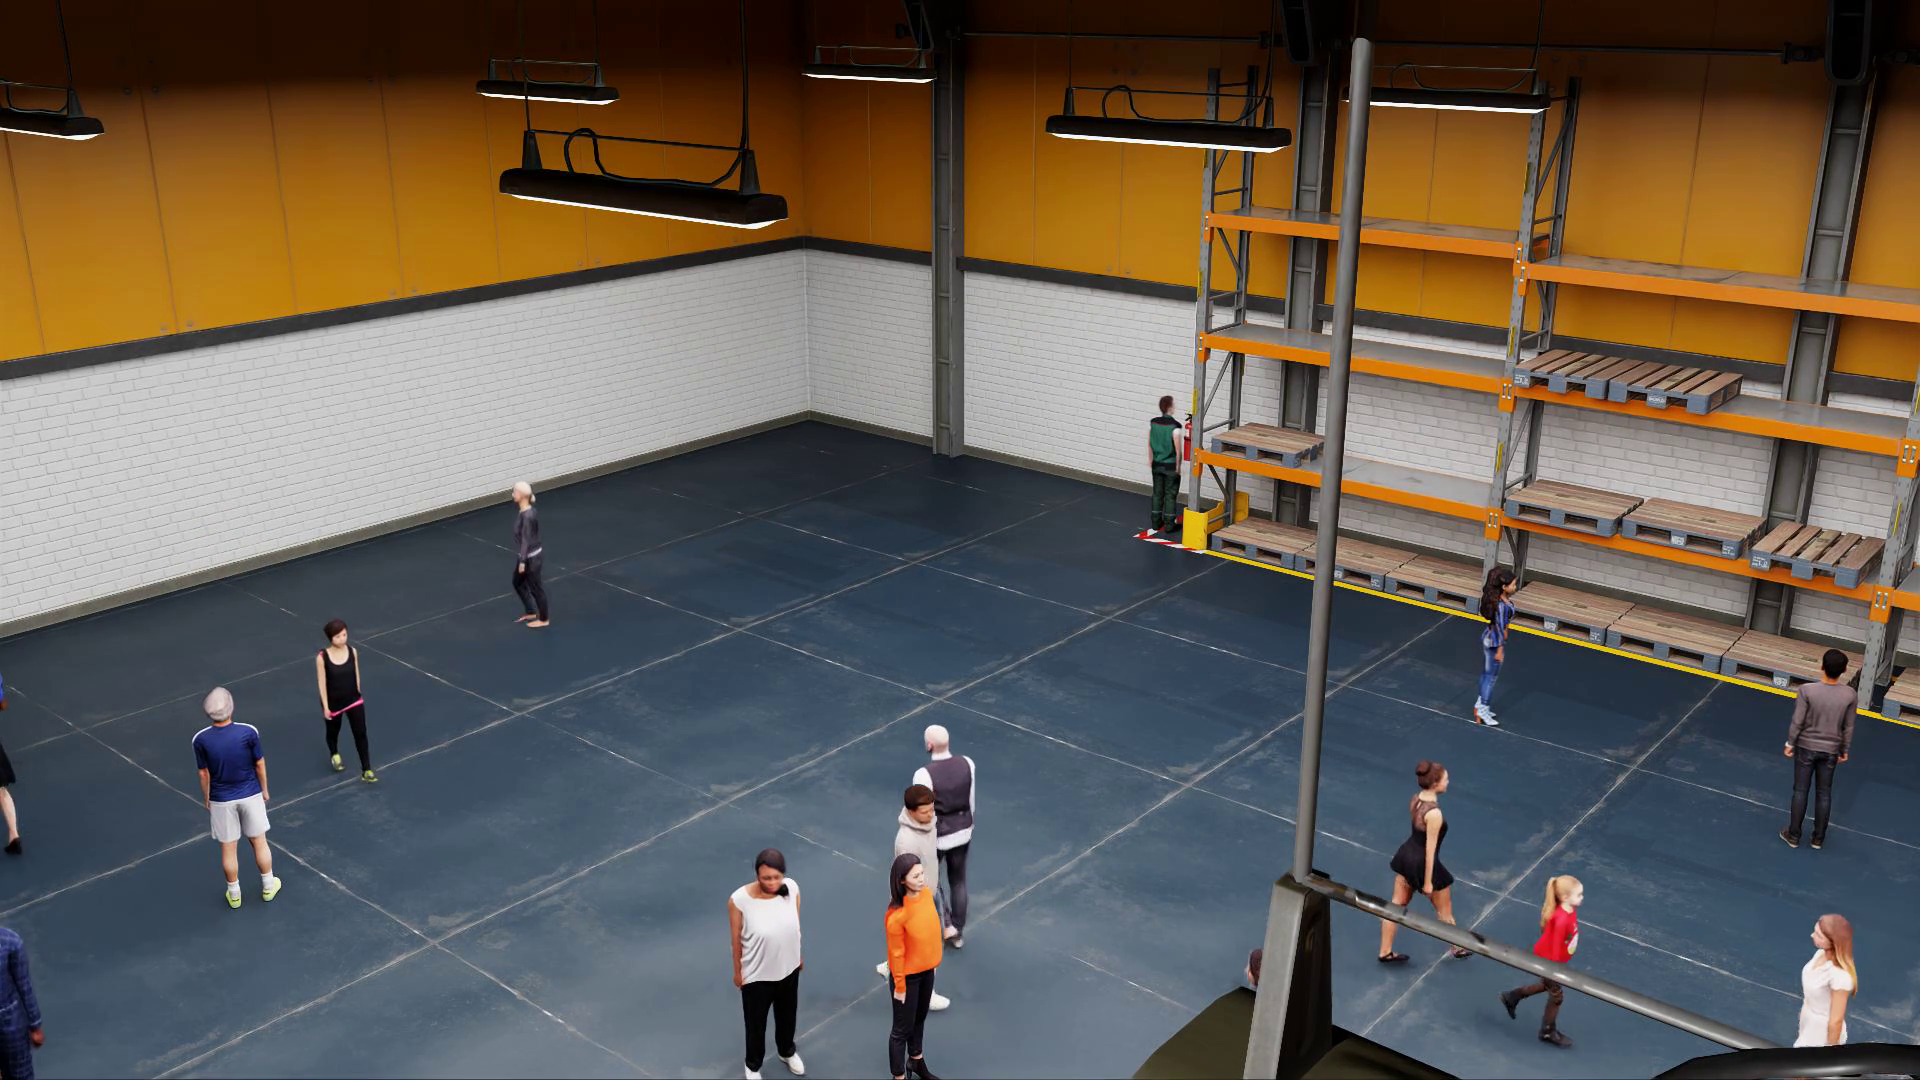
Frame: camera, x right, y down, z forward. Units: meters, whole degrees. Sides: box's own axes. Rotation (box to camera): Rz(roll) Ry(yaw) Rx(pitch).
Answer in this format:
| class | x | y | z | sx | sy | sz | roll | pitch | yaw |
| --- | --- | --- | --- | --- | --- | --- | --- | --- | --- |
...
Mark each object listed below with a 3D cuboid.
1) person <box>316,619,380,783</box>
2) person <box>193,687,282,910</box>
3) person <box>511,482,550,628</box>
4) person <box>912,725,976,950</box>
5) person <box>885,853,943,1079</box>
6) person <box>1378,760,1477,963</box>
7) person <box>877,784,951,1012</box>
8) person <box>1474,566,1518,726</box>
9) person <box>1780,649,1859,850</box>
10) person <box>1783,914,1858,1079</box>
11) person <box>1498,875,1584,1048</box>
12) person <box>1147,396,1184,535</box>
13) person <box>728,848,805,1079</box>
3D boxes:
| class | x | y | z | sx | sy | sz | roll | pitch | yaw |
| --- | --- | --- | --- | --- | --- | --- | --- | --- | --- |
| person | -5.697 | 1.454 | 15.221 | 0.692 | 1.516 | 1.060 | -15 | 23 | -37 |
| person | -5.692 | 2.007 | 13.070 | 0.720 | 1.841 | 0.714 | -8 | 20 | -22 |
| person | -4.770 | 0.160 | 18.750 | 0.823 | 1.714 | 0.738 | -5 | 19 | -14 |
| person | -0.070 | 2.261 | 12.372 | 0.836 | 1.805 | 0.853 | -8 | 20 | -23 |
| person | -0.318 | 2.819 | 10.802 | 0.611 | 1.748 | 0.658 | 10 | 21 | 27 |
| person | 3.302 | 2.401 | 12.207 | 1.031 | 1.643 | 1.015 | -3 | 19 | -10 |
| person | -0.381 | 2.491 | 11.652 | 0.925 | 1.828 | 0.866 | 4 | 19 | 11 |
| person | 5.244 | 1.027 | 16.322 | 0.703 | 1.622 | 0.694 | 4 | 19 | 11 |
| person | 7.195 | 1.748 | 13.953 | 0.781 | 1.767 | 0.630 | -12 | 22 | -32 |
| person | 5.386 | 3.053 | 10.226 | 1.088 | 1.673 | 0.848 | 6 | 20 | 18 |
| person | 4.026 | 2.858 | 11.435 | 0.807 | 1.271 | 0.624 | 8 | 20 | 23 |
| person | 2.727 | -1.010 | 22.029 | 0.502 | 1.840 | 0.685 | 15 | 24 | 37 |
| person | -1.243 | 2.793 | 10.974 | 0.737 | 1.687 | 0.723 | -11 | 21 | -29 |
